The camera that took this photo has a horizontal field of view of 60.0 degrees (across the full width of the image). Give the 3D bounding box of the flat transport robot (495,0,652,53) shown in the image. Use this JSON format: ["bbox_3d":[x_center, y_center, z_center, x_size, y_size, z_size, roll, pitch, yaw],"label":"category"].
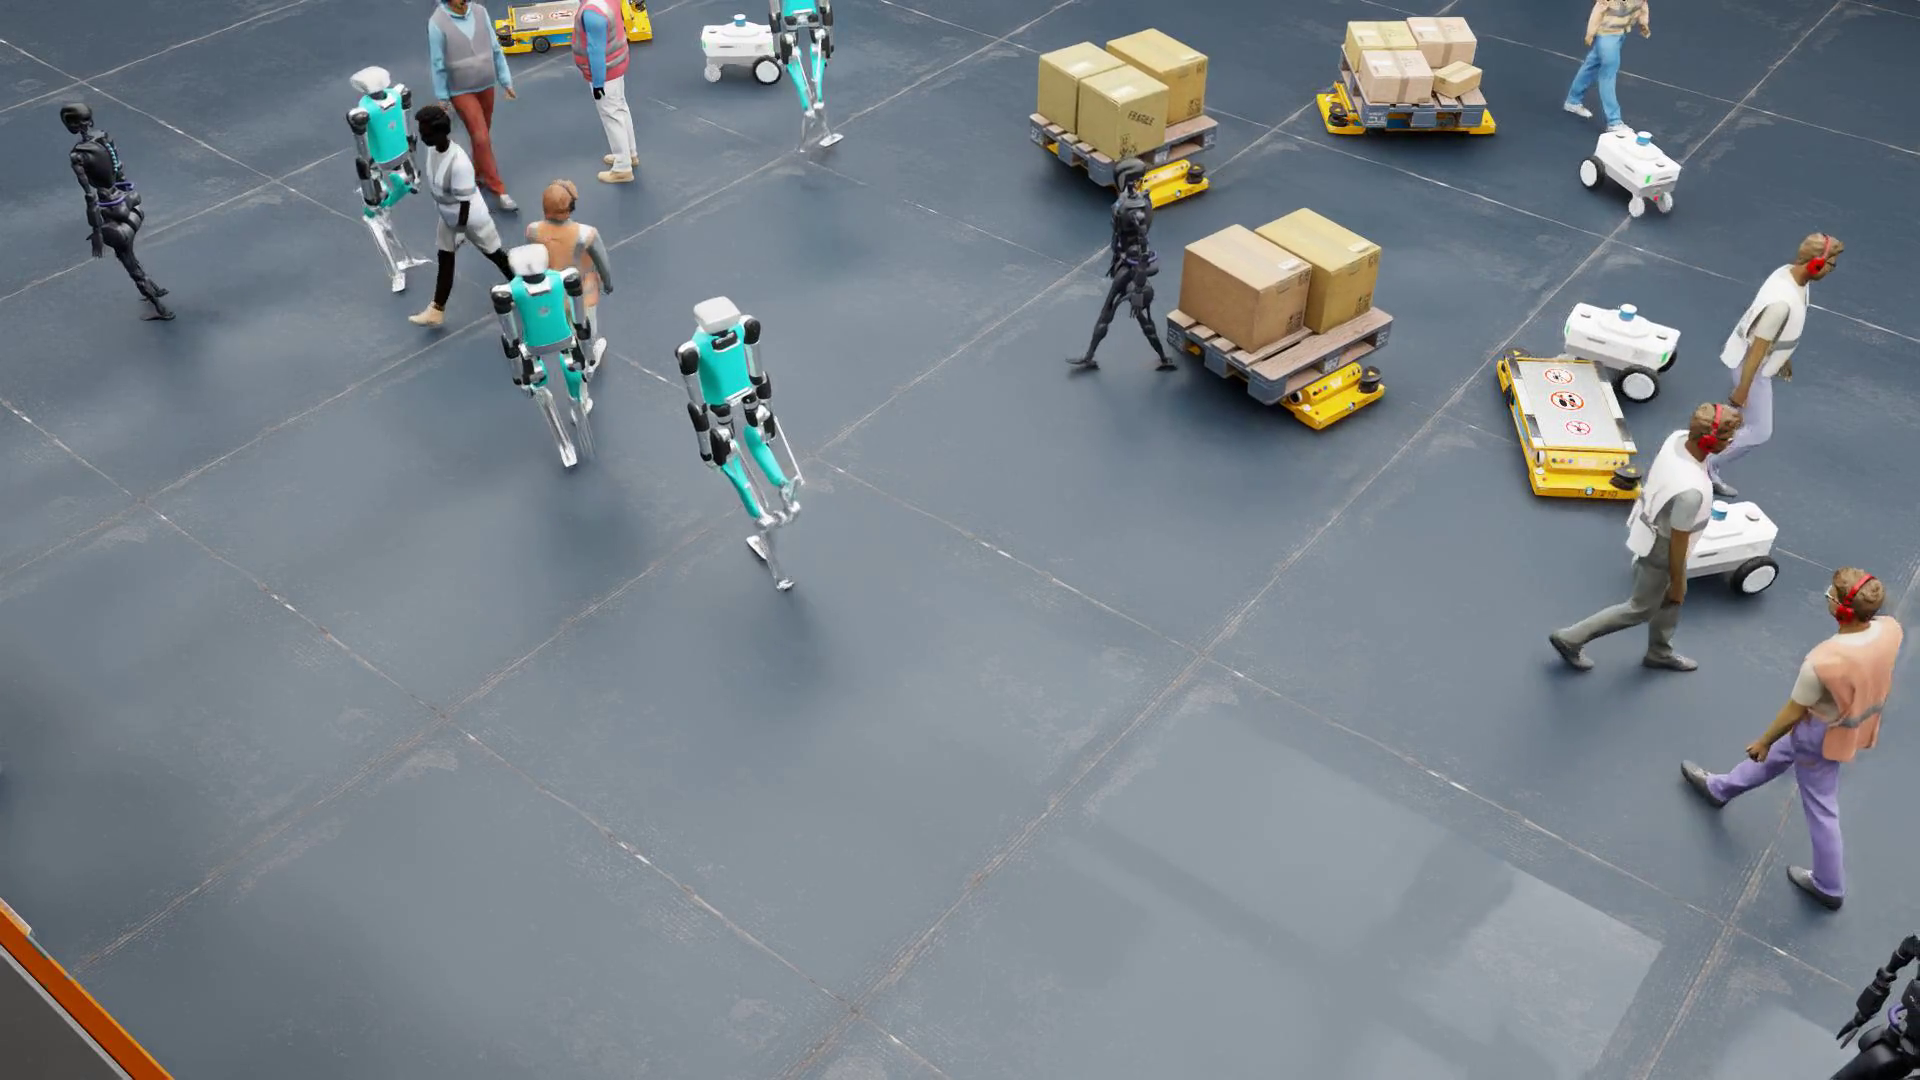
[{"bbox_3d":[-3.694,-4.917,15.862,1.431,0.231,0.659,-9,41,-11],"label":"flat transport robot"}]

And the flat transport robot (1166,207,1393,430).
[{"bbox_3d":[2.195,-1.278,11.581,0.659,0.231,1.431,-27,47,-28],"label":"flat transport robot"}]

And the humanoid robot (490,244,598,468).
[{"bbox_3d":[-2.561,-1.114,10.317,0.548,1.850,0.787,-16,43,-18],"label":"humanoid robot"}]

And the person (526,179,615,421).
[{"bbox_3d":[-2.525,-1.631,10.968,0.509,1.594,0.862,10,41,12],"label":"person"}]

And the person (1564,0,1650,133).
[{"bbox_3d":[5.579,-4.285,14.013,0.495,1.694,0.783,-29,48,-30],"label":"person"}]

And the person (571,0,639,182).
[{"bbox_3d":[-2.860,-3.767,13.309,0.431,1.836,0.628,0,40,0],"label":"person"}]

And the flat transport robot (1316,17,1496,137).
[{"bbox_3d":[3.884,-3.768,14.510,1.431,0.231,0.659,0,40,0],"label":"flat transport robot"}]

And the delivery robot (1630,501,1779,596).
[{"bbox_3d":[4.426,0.024,9.826,0.774,0.592,0.499,-9,41,-11],"label":"delivery robot"}]

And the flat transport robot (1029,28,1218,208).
[{"bbox_3d":[1.353,-3.189,13.829,0.659,0.231,1.431,-24,46,-26],"label":"flat transport robot"}]

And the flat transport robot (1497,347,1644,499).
[{"bbox_3d":[4.017,-0.785,11.001,0.659,0.231,1.431,3,40,3],"label":"flat transport robot"}]

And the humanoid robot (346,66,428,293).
[{"bbox_3d":[-4.221,-2.629,12.030,0.796,1.772,0.599,21,45,23],"label":"humanoid robot"}]

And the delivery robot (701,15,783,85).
[{"bbox_3d":[-1.967,-4.476,15.109,0.768,0.576,0.499,0,40,0],"label":"delivery robot"}]

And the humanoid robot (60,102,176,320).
[{"bbox_3d":[-5.930,-2.280,11.678,0.363,1.646,0.615,0,40,0],"label":"humanoid robot"}]

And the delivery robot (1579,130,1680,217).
[{"bbox_3d":[5.418,-3.003,13.397,0.499,0.605,0.781,-12,42,-14],"label":"delivery robot"}]

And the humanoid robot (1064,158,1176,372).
[{"bbox_3d":[1.139,-1.798,11.148,0.785,1.623,0.611,-9,41,-10],"label":"humanoid robot"}]

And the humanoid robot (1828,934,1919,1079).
[{"bbox_3d":[3.731,2.076,6.549,0.336,1.651,0.608,-9,41,-10],"label":"humanoid robot"}]

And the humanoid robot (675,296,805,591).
[{"bbox_3d":[-1.152,-0.451,9.552,0.551,1.887,0.802,-30,49,-30],"label":"humanoid robot"}]

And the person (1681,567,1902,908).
[{"bbox_3d":[4.049,0.883,7.867,0.573,1.775,1.024,-23,46,-25],"label":"person"}]

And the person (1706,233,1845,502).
[{"bbox_3d":[4.859,-1.042,10.119,0.459,1.804,0.621,19,44,21],"label":"person"}]

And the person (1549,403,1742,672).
[{"bbox_3d":[3.731,0.032,8.848,0.813,1.815,0.584,11,42,13],"label":"person"}]

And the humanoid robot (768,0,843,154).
[{"bbox_3d":[-1.229,-3.912,13.573,0.530,1.813,0.781,-13,42,-15],"label":"humanoid robot"}]

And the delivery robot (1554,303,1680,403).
[{"bbox_3d":[4.549,-1.324,11.427,0.788,0.610,0.499,22,45,24],"label":"delivery robot"}]

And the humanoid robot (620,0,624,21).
[{"bbox_3d":[-3.378,-5.587,15.561,0.396,1.648,0.616,17,43,19],"label":"humanoid robot"}]

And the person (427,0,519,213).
[{"bbox_3d":[-3.712,-3.484,12.952,0.860,1.845,0.574,29,48,30],"label":"person"}]

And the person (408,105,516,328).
[{"bbox_3d":[-3.553,-2.260,11.668,0.543,1.638,0.908,32,50,32],"label":"person"}]
